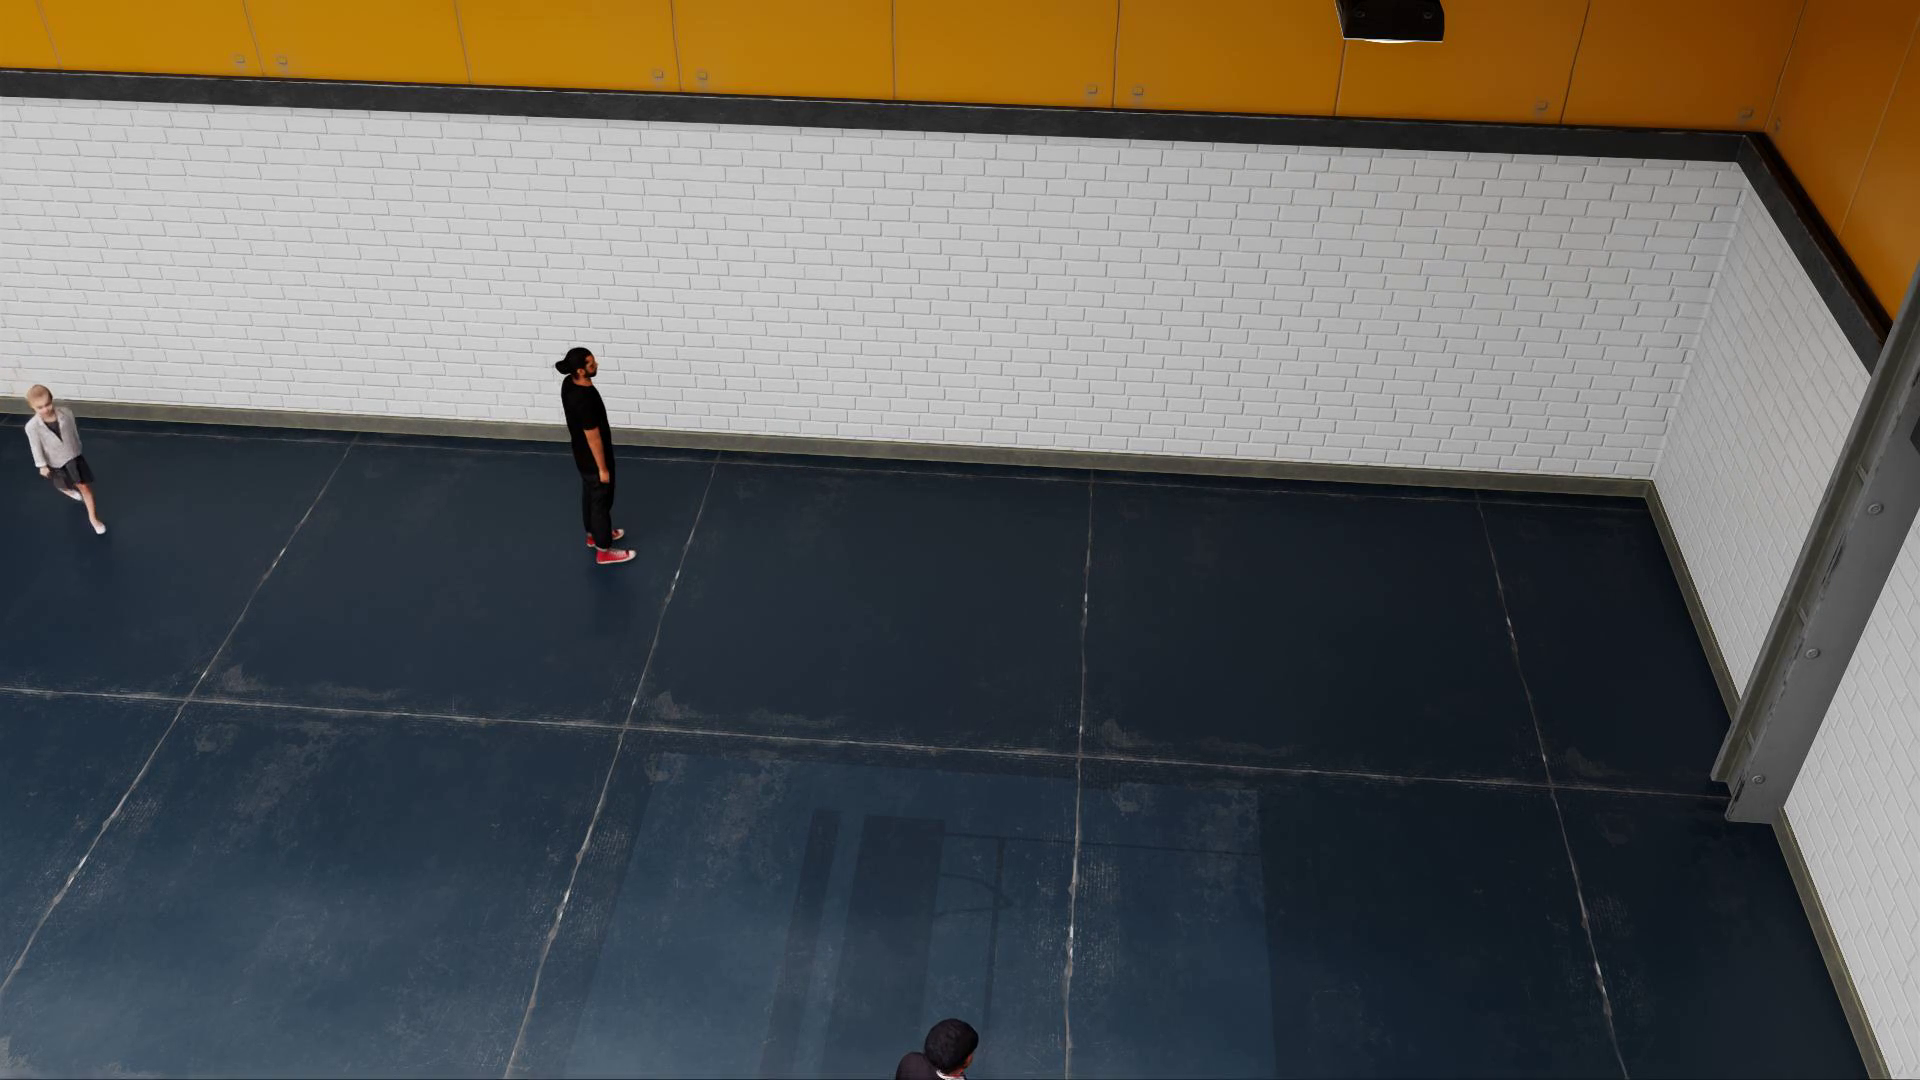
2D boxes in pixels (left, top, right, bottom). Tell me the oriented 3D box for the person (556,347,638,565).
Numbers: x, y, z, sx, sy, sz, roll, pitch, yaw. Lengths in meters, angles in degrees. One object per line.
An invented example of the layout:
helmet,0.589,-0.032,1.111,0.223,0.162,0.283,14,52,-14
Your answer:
person,-2.634,-0.618,11.904,0.772,1.757,0.656,-17,42,-20

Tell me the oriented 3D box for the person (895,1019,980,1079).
person,-0.068,2.804,7.522,0.768,1.879,0.798,32,48,33

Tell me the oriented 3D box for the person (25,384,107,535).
person,-6.681,-0.654,12.361,0.847,1.242,0.909,-28,47,-31
